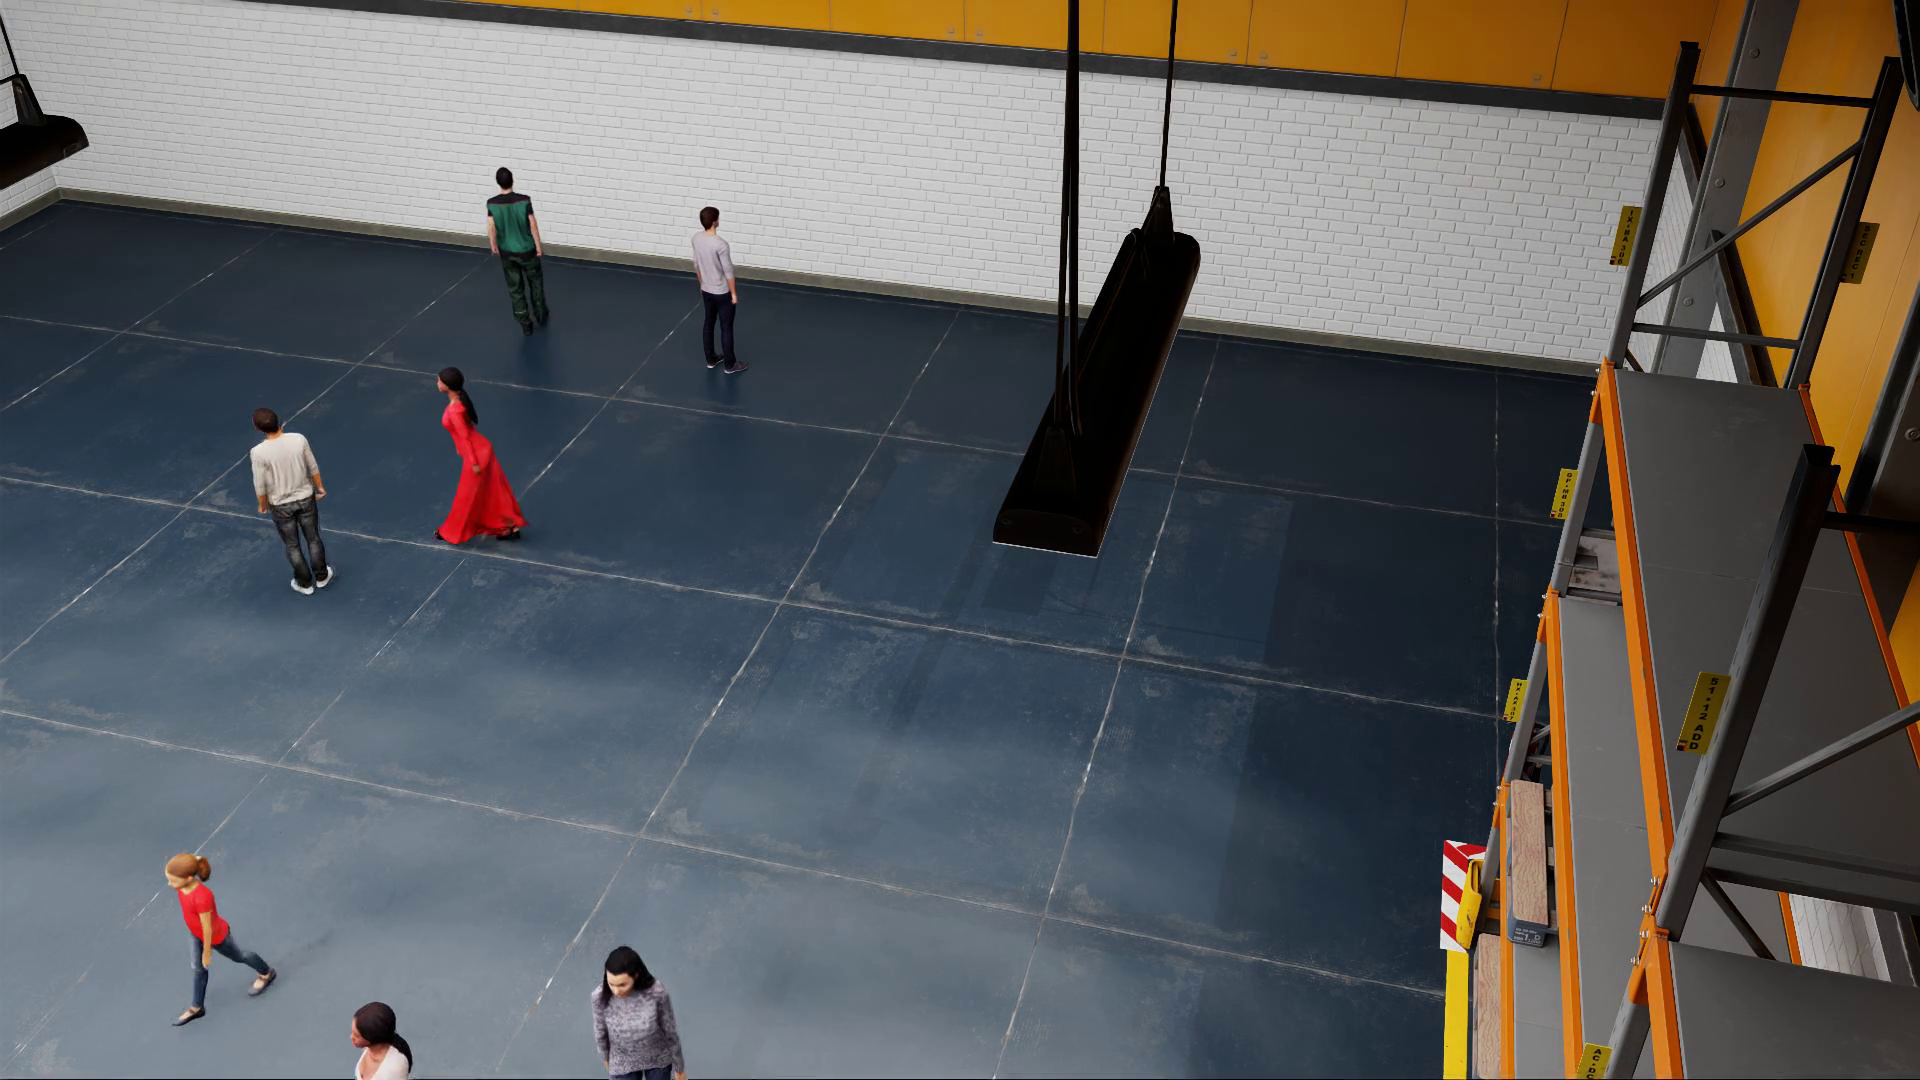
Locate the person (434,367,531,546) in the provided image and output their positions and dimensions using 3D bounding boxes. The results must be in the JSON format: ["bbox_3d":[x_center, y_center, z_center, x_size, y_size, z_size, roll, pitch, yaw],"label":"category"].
[{"bbox_3d":[-4.205,-0.709,14.745,0.923,1.742,1.091,-4,34,-5],"label":"person"}]

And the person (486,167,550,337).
[{"bbox_3d":[-4.868,-3.146,18.282,0.888,1.886,0.974,-3,34,-5],"label":"person"}]

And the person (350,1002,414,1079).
[{"bbox_3d":[-2.935,3.105,9.022,0.824,1.725,0.764,-16,37,-22],"label":"person"}]

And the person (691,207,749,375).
[{"bbox_3d":[-2.577,-2.652,17.578,0.726,1.843,0.672,22,39,29],"label":"person"}]

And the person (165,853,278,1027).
[{"bbox_3d":[-4.638,2.433,10.436,0.698,1.281,0.944,23,40,30],"label":"person"}]

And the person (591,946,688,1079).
[{"bbox_3d":[-1.800,2.851,9.412,0.727,1.717,0.743,-7,34,-11],"label":"person"}]

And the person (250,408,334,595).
[{"bbox_3d":[-5.679,-0.342,14.144,0.745,1.796,0.834,-15,37,-22],"label":"person"}]
